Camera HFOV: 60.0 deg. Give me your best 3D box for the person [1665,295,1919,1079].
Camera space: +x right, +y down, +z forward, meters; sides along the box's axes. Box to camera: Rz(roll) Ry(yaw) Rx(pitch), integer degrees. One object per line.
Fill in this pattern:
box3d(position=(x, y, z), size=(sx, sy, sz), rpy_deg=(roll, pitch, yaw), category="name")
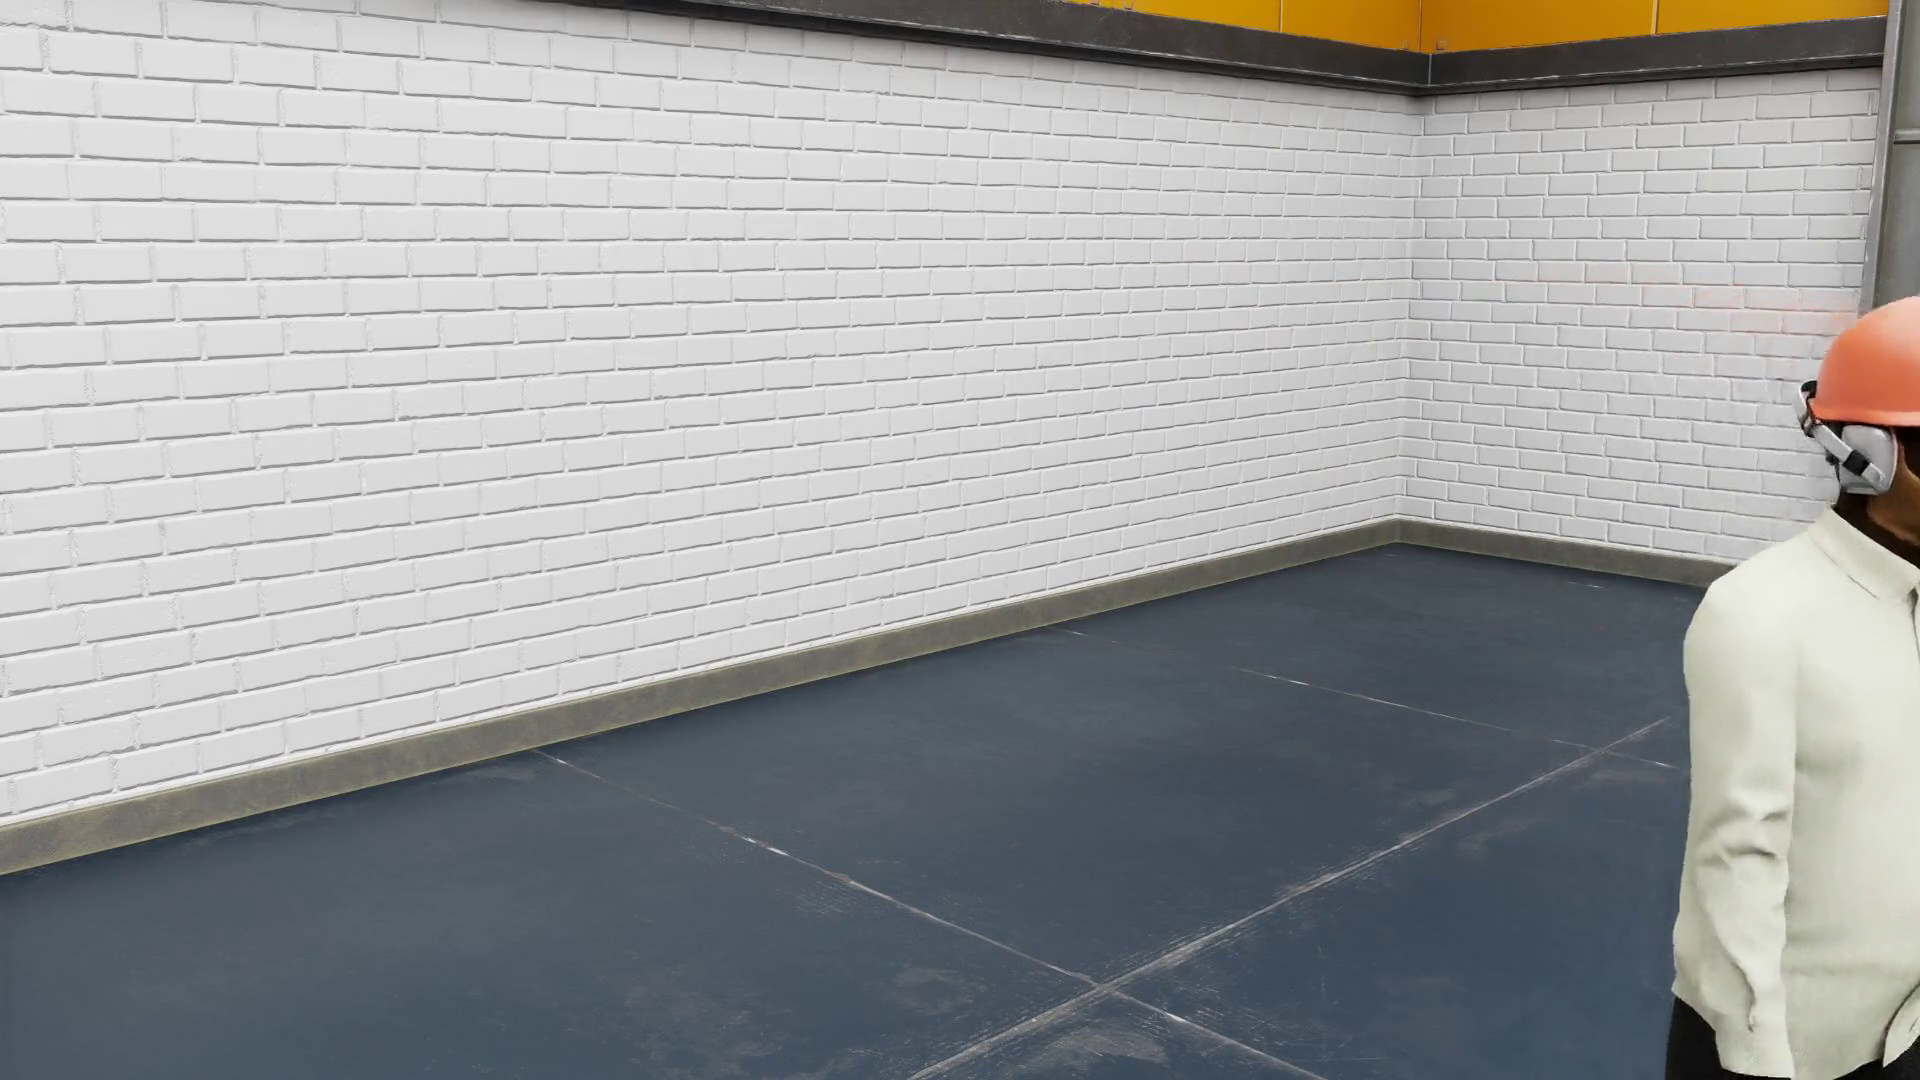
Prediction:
box3d(position=(1.193, 0.621, 2.414), size=(0.610, 1.957, 0.980), rpy_deg=(-5, 11, -24), category="person")
